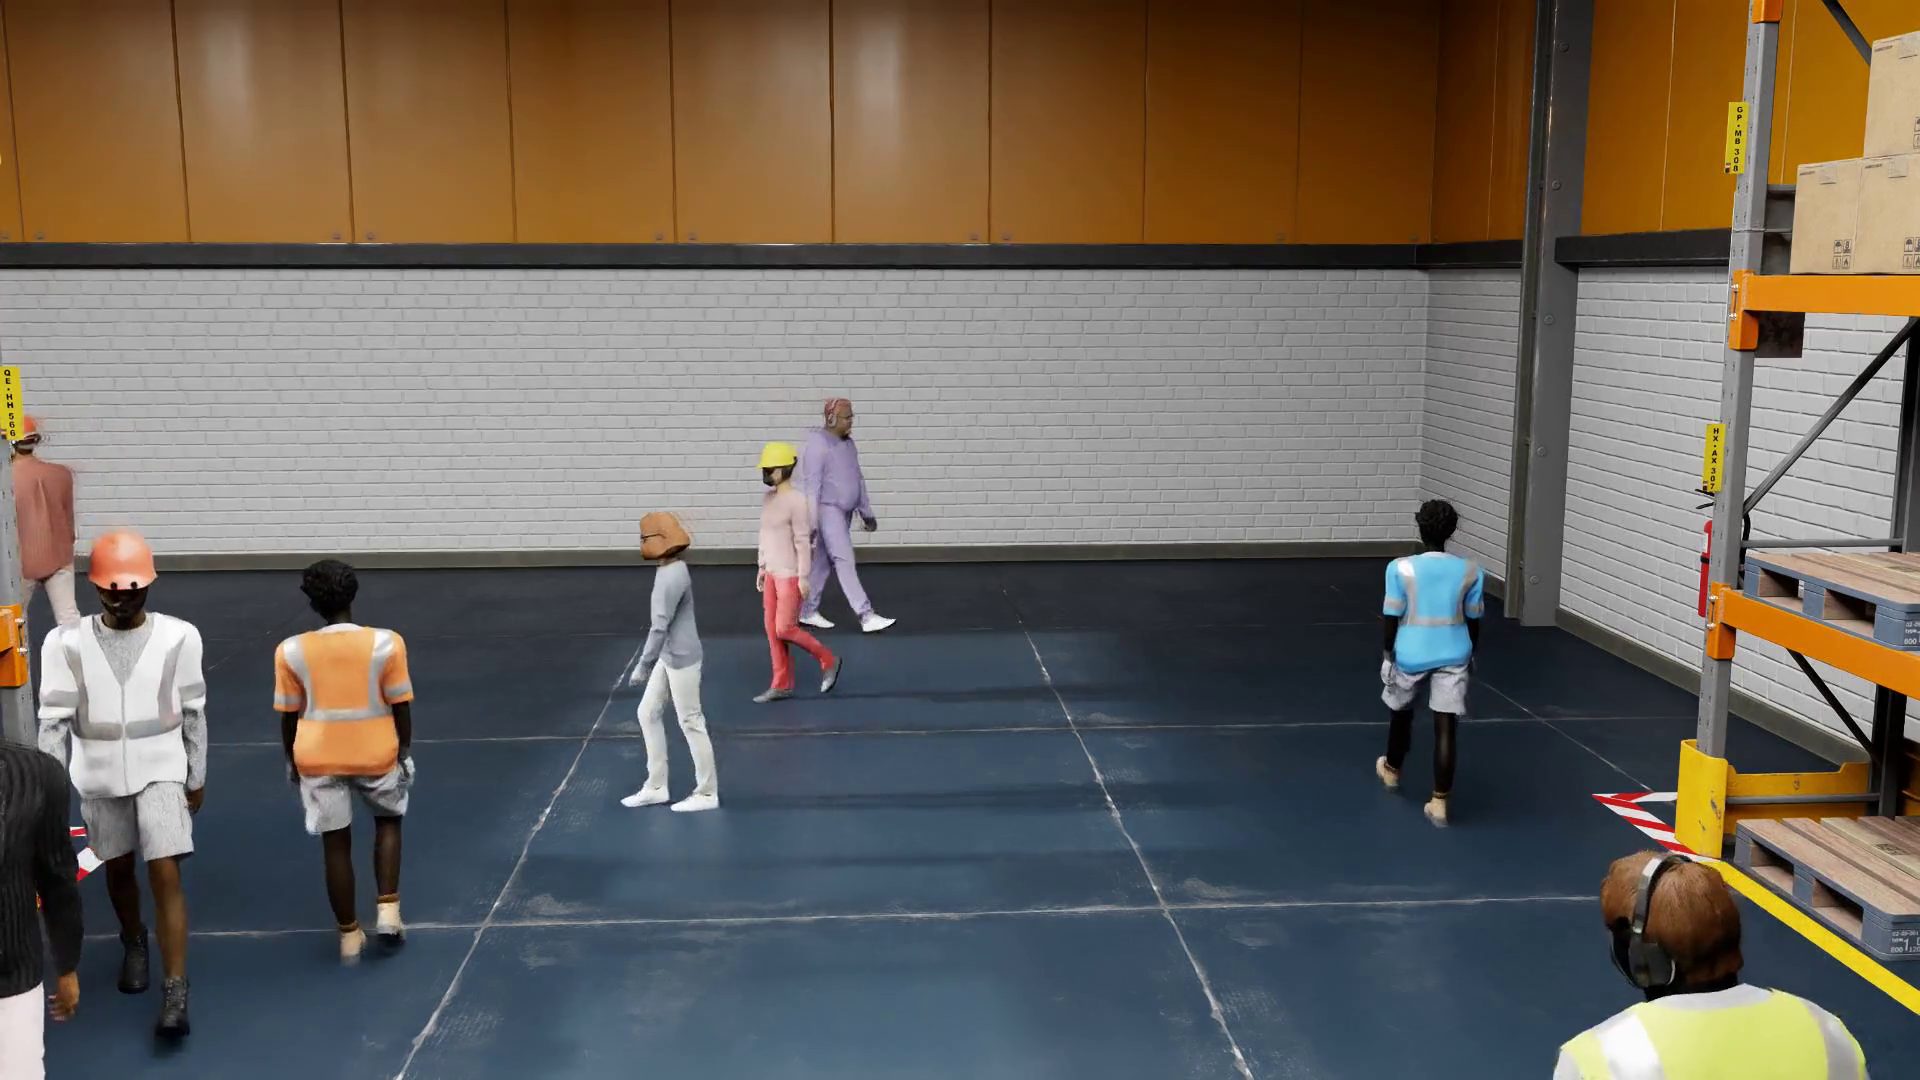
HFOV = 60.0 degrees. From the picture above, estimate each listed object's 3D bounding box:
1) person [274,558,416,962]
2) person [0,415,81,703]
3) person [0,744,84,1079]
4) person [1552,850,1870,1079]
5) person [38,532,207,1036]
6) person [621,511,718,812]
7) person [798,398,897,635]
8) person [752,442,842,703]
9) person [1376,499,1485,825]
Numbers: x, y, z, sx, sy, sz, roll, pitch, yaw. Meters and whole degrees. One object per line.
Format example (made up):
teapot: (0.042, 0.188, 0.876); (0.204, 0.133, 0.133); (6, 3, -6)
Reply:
person: (-2.533, 0.907, 6.884); (0.546, 1.673, 0.374); (-3, 9, -16)
person: (-6.018, 0.138, 10.867); (0.962, 1.960, 0.620); (5, 10, 29)
person: (-2.660, 1.180, 4.410); (0.625, 1.938, 1.070); (-6, 11, -32)
person: (1.369, 1.475, 3.019); (0.665, 1.801, 0.685); (-2, 9, -9)
person: (-3.142, 0.903, 6.292); (0.565, 1.880, 1.009); (-4, 10, -22)
person: (-1.568, 0.653, 8.707); (0.631, 1.602, 0.493); (-2, 9, -12)
person: (-0.900, -0.183, 13.150); (0.965, 1.857, 0.664); (3, 10, 20)
person: (-1.116, 0.216, 11.020); (0.501, 1.751, 0.530); (-6, 11, -32)
person: (2.473, 0.607, 8.809); (0.553, 1.653, 0.835); (0, 9, 2)
